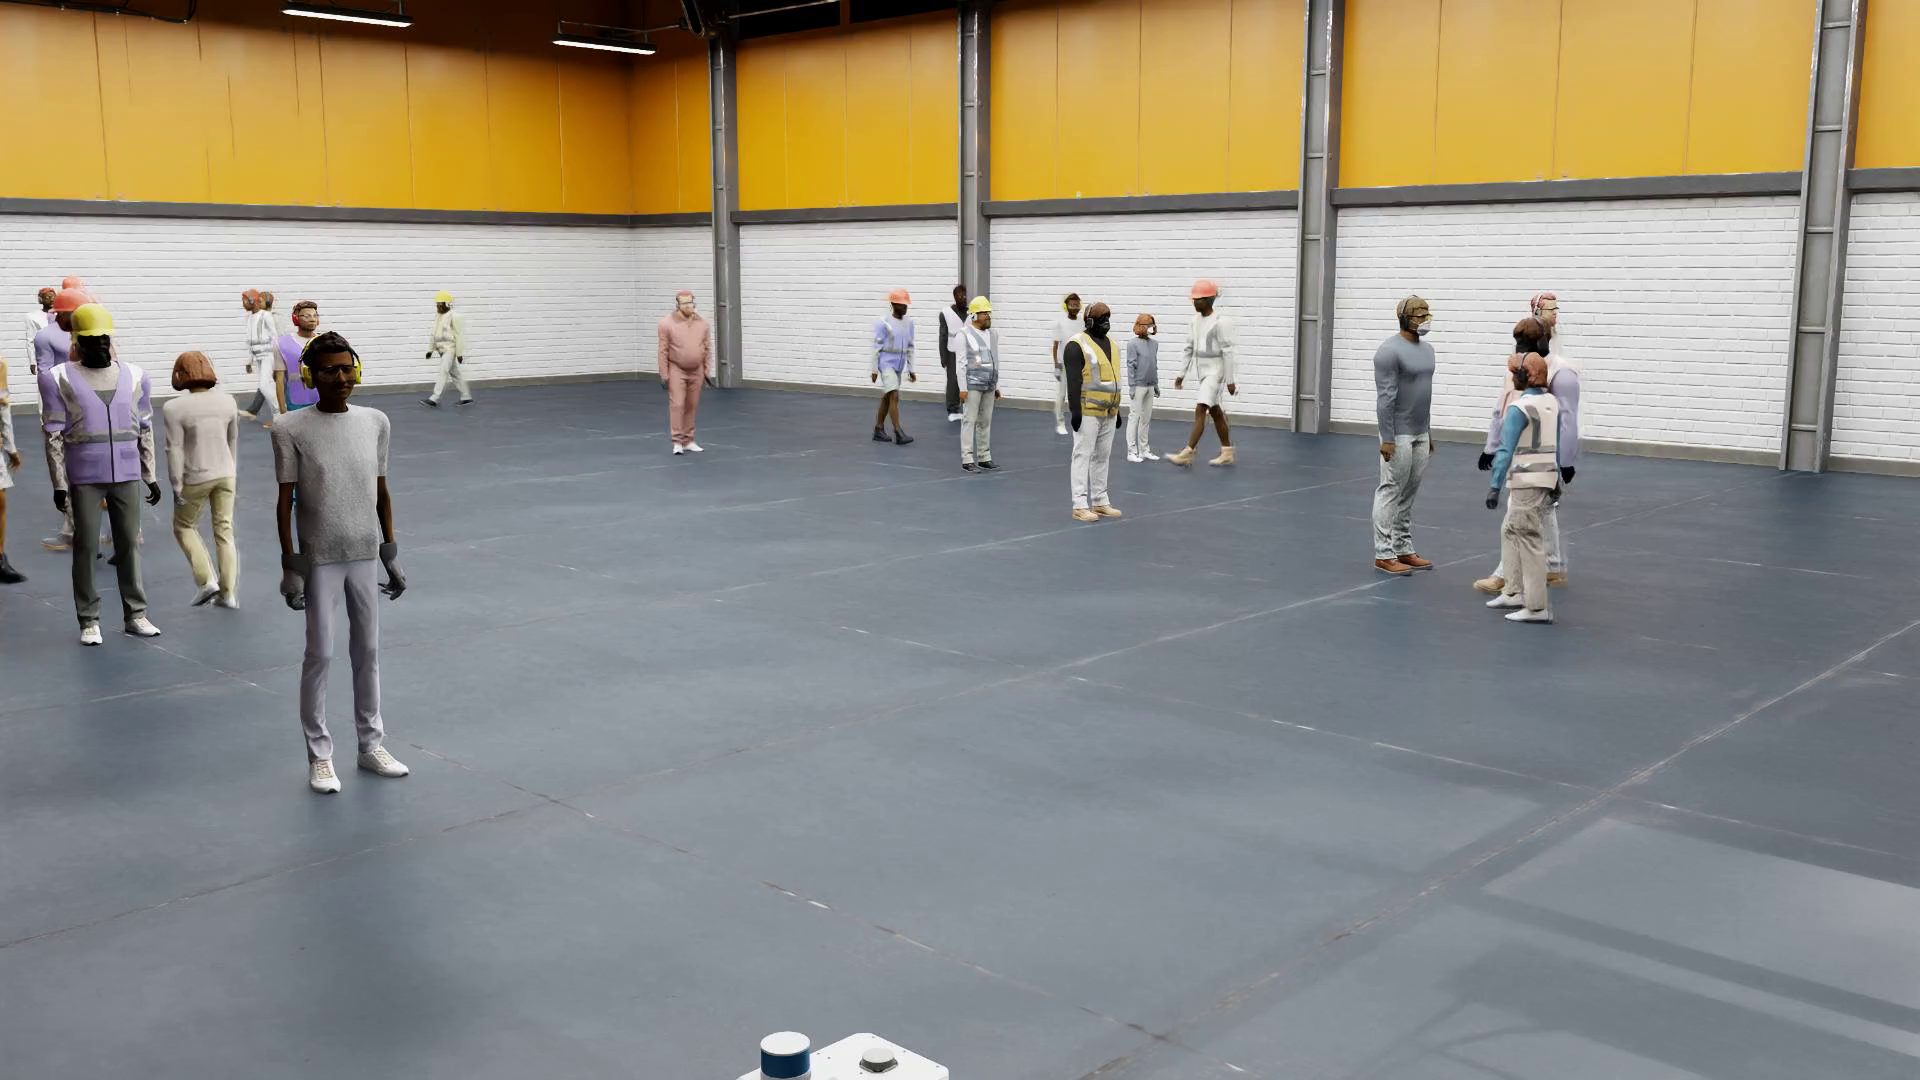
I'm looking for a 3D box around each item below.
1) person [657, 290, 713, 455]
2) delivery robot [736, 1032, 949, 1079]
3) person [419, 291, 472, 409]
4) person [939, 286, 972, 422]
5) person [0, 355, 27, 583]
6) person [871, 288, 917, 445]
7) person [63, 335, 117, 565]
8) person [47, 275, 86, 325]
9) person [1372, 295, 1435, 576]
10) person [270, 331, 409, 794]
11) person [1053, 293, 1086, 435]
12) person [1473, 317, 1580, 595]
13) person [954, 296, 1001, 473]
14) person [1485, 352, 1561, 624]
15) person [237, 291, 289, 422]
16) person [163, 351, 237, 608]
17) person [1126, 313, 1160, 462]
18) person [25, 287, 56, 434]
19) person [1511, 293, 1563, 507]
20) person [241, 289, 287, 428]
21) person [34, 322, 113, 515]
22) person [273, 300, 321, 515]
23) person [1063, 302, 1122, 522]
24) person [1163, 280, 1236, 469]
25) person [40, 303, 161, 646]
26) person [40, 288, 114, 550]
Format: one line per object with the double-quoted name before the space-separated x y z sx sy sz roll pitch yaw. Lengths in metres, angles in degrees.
"person" -3.146 -1.919 19.116 0.649 1.879 0.588 -6 11 -34
"delivery robot" -0.354 1.251 3.396 0.477 0.478 0.707 9 13 43
"person" -7.862 -2.893 25.337 0.922 1.784 0.604 -9 13 -43
"person" -0.024 -2.597 23.233 0.592 1.888 0.572 -6 11 -34
"person" -6.605 -0.629 11.120 0.686 1.902 0.631 5 11 29
"person" -0.770 -2.100 20.185 0.918 1.878 0.549 8 12 42
"person" -6.152 -0.677 11.841 0.540 1.745 0.560 7 11 35
"person" -10.417 -2.100 19.684 0.376 2.043 0.609 9 13 43
"person" 3.111 -0.730 11.601 0.370 1.939 0.631 9 13 43
"person" -2.528 0.085 6.816 0.326 1.871 0.520 9 13 43
"person" 1.411 -2.197 20.989 0.518 1.807 0.995 -3 10 -16
"person" 3.668 -0.551 10.898 0.852 1.799 0.664 -2 9 -11
"person" 0.208 -1.620 17.370 0.404 1.836 0.594 9 13 43
"person" 3.364 -0.323 10.044 0.547 1.619 0.580 9 13 44
"person" -9.711 -2.552 23.199 0.956 1.795 0.517 -8 12 -41
"person" -4.703 -0.363 10.344 0.366 1.621 0.499 7 12 37
"person" 2.027 -1.680 18.362 0.280 1.633 0.502 9 13 43
"person" -11.720 -2.314 21.477 0.353 1.884 0.577 9 13 43
"person" 5.121 -1.219 14.698 0.408 1.908 0.644 9 13 43
"person" -9.236 -2.401 22.100 0.596 1.854 0.446 8 12 41
"person" -7.645 -1.193 14.442 0.370 1.939 0.631 9 13 43
"person" -5.632 -1.142 14.400 0.387 1.849 0.566 9 13 43
"person" 1.154 -1.085 14.074 0.429 1.844 0.626 9 13 43
"person" 2.557 -1.750 17.679 0.993 1.988 0.607 -4 10 -22
"person" -4.861 -0.375 9.461 0.368 1.927 0.589 9 13 43
"person" -6.684 -0.900 12.545 0.794 1.962 0.665 -4 10 -25
